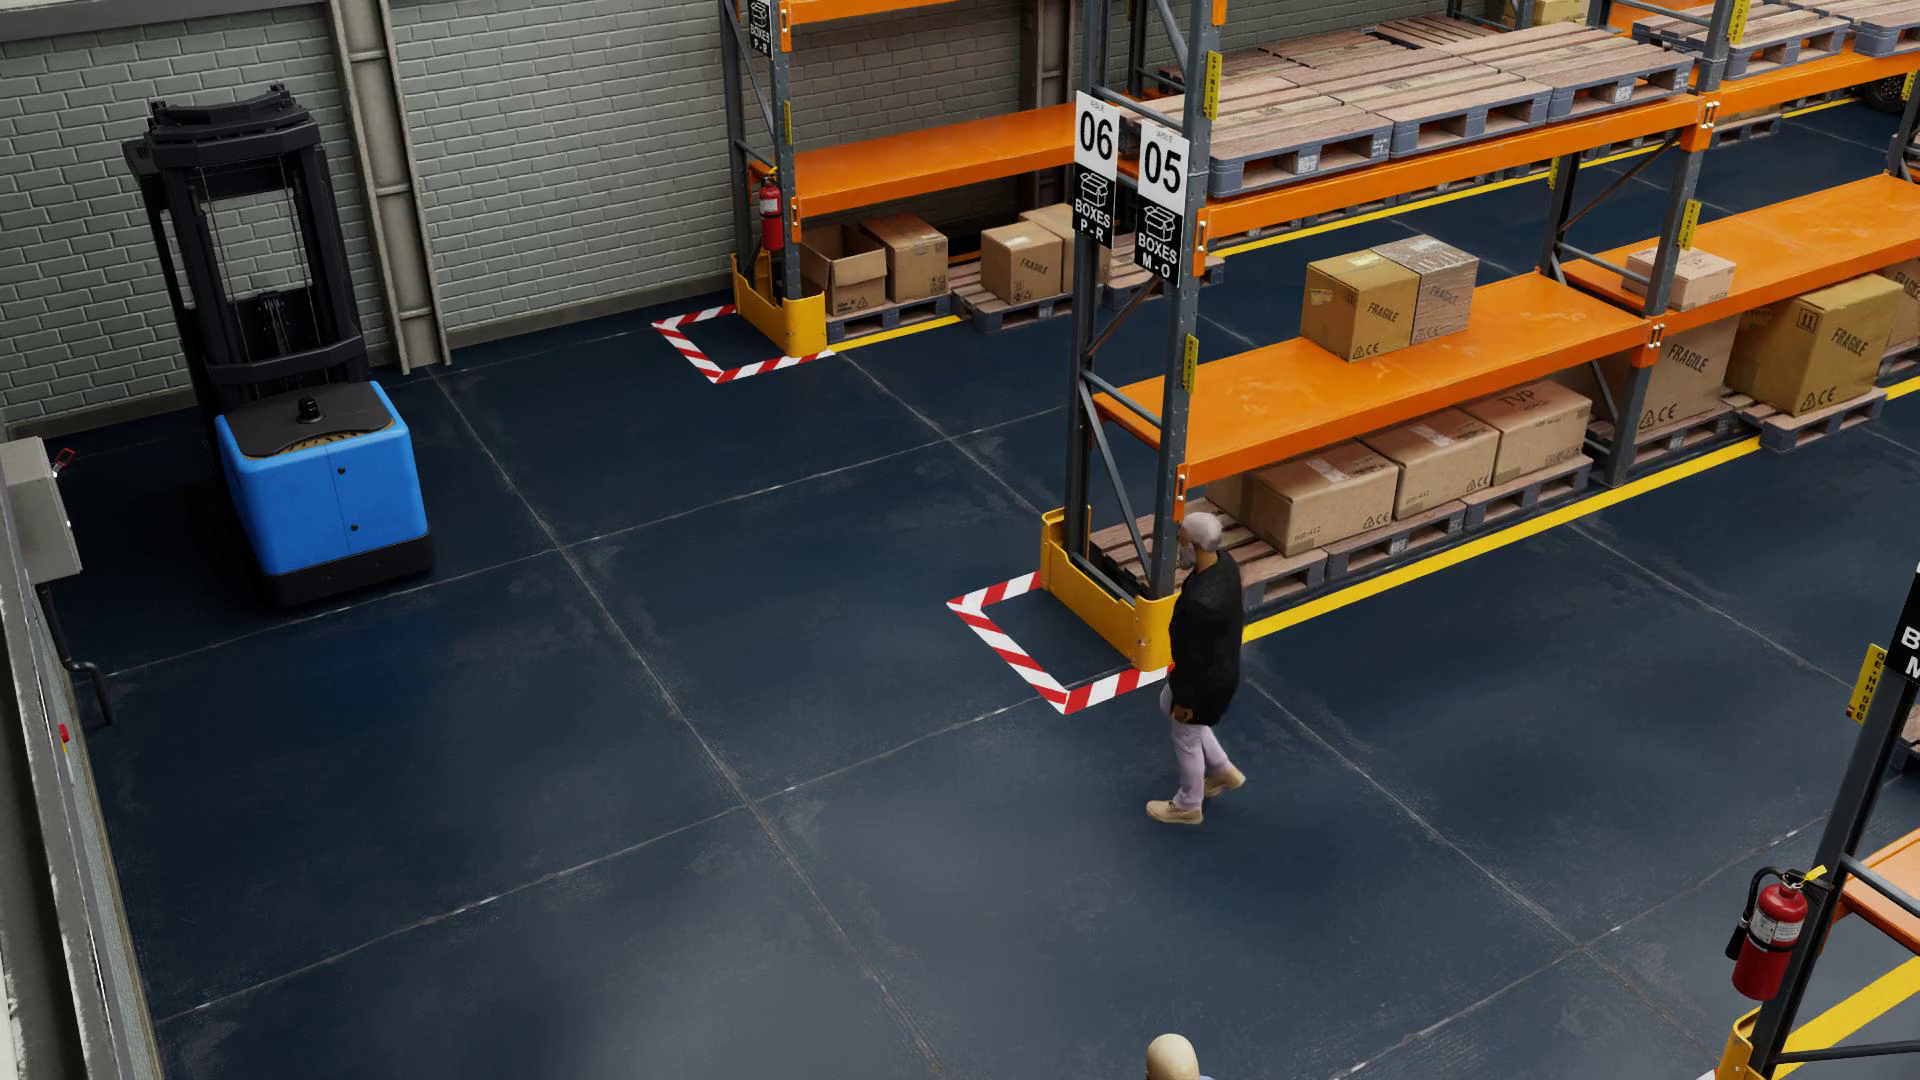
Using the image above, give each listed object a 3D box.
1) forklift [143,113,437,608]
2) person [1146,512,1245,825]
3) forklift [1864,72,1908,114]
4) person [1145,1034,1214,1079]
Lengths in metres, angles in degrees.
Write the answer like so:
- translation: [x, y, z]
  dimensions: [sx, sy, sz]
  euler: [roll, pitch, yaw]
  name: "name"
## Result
- translation: [-4.289, -1.259, 10.509]
  dimensions: [1.129, 2.768, 1.873]
  euler: [-17, 36, -26]
  name: "forklift"
- translation: [1.183, 0.675, 8.359]
  dimensions: [0.442, 1.834, 0.553]
  euler: [10, 33, 16]
  name: "person"
- translation: [11.468, -5.645, 18.244]
  dimensions: [1.214, 2.155, 2.313]
  euler: [-17, 36, -26]
  name: "forklift"
- translation: [0.659, 2.336, 5.710]
  dimensions: [0.595, 1.800, 0.394]
  euler: [-12, 34, -19]
  name: "person"
